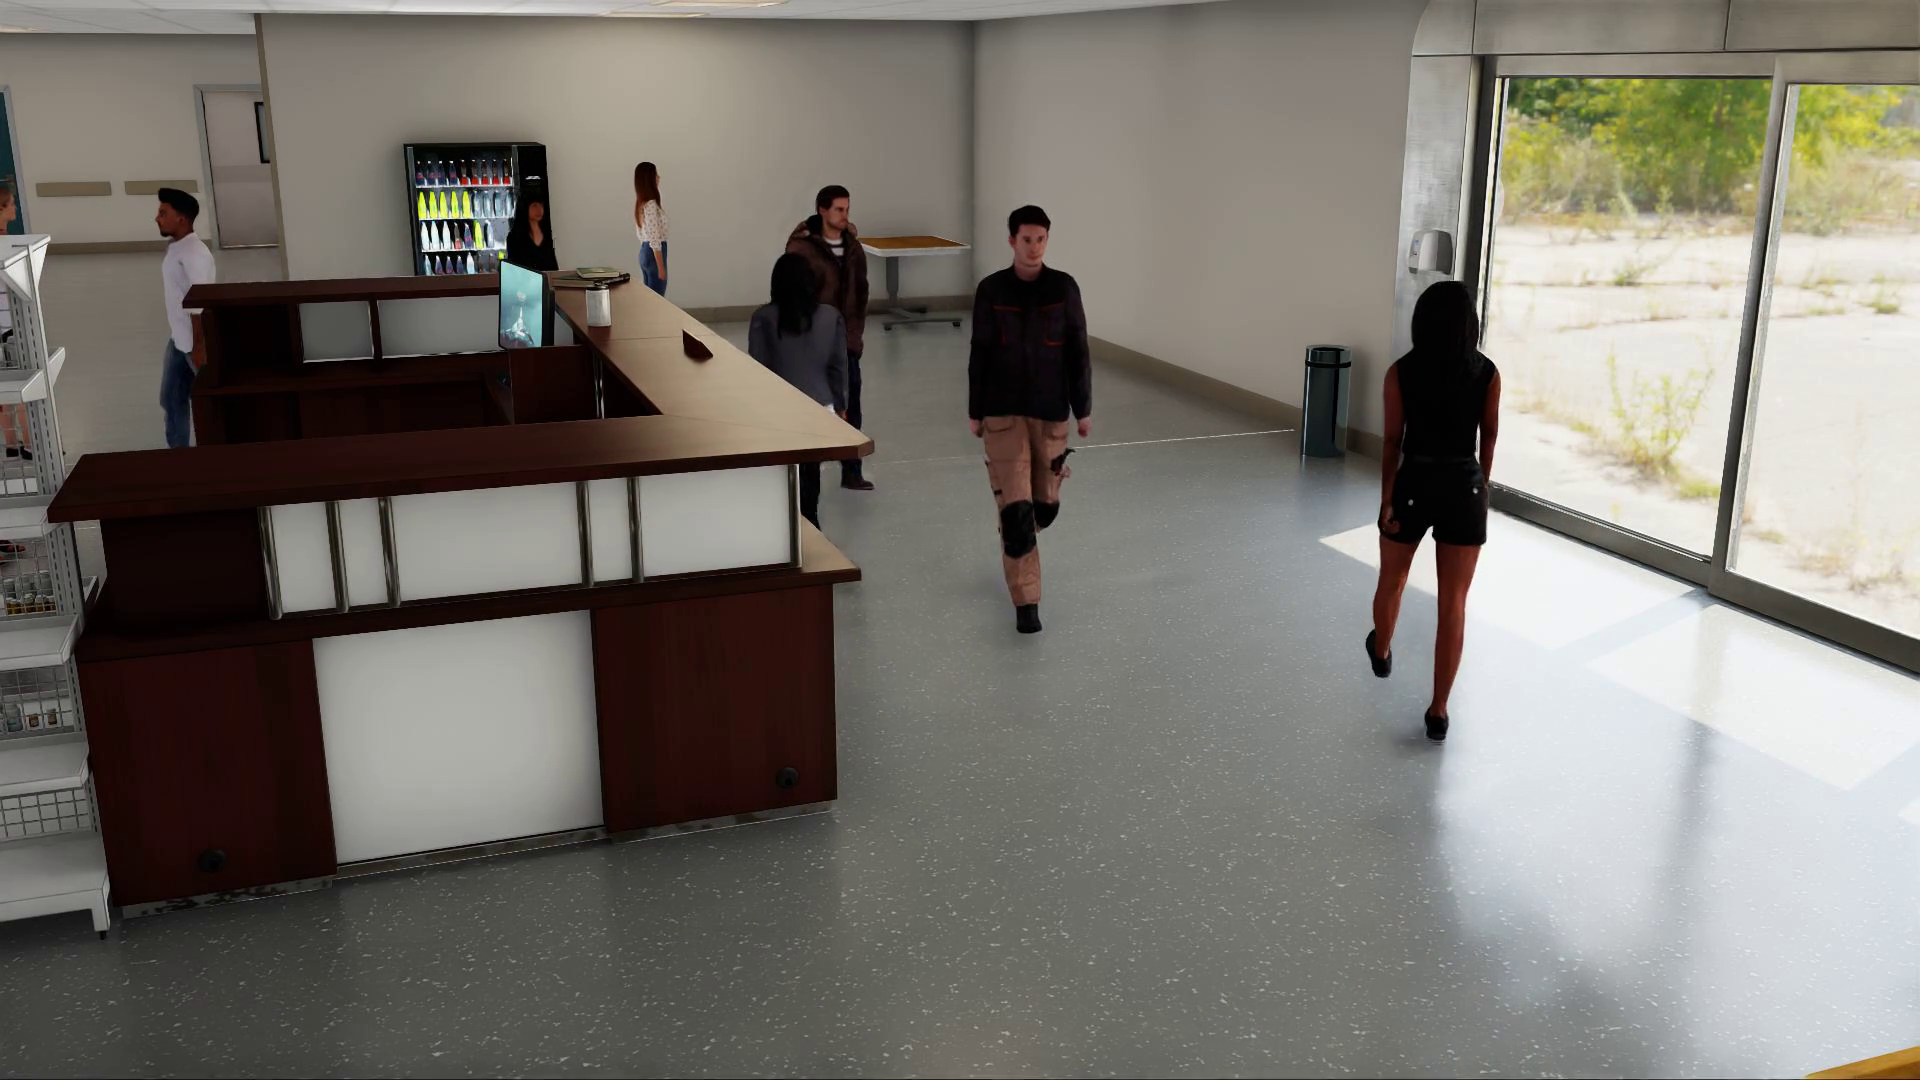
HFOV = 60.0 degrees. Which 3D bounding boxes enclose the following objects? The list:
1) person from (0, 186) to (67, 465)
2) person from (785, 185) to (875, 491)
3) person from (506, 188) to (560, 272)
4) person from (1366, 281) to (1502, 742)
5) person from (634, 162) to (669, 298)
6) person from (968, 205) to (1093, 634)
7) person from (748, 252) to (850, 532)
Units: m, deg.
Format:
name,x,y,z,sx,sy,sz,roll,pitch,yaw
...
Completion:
name,x,y,z,sx,sy,sz,roll,pitch,yaw
person,-6.173,-1.396,10.810,0.689,1.786,0.718,10,19,31
person,-0.870,-1.210,10.114,1.214,1.806,1.014,-10,19,-31
person,-3.312,-1.851,12.697,0.779,1.638,0.700,11,19,34
person,1.815,-0.078,6.295,1.116,1.700,1.021,3,16,9
person,-2.721,-2.460,14.692,0.504,1.728,0.570,-6,17,-21
person,0.298,-0.569,7.678,1.172,1.895,0.942,-2,16,-9
person,-0.817,-0.661,8.584,0.725,1.581,0.775,-8,18,-28
